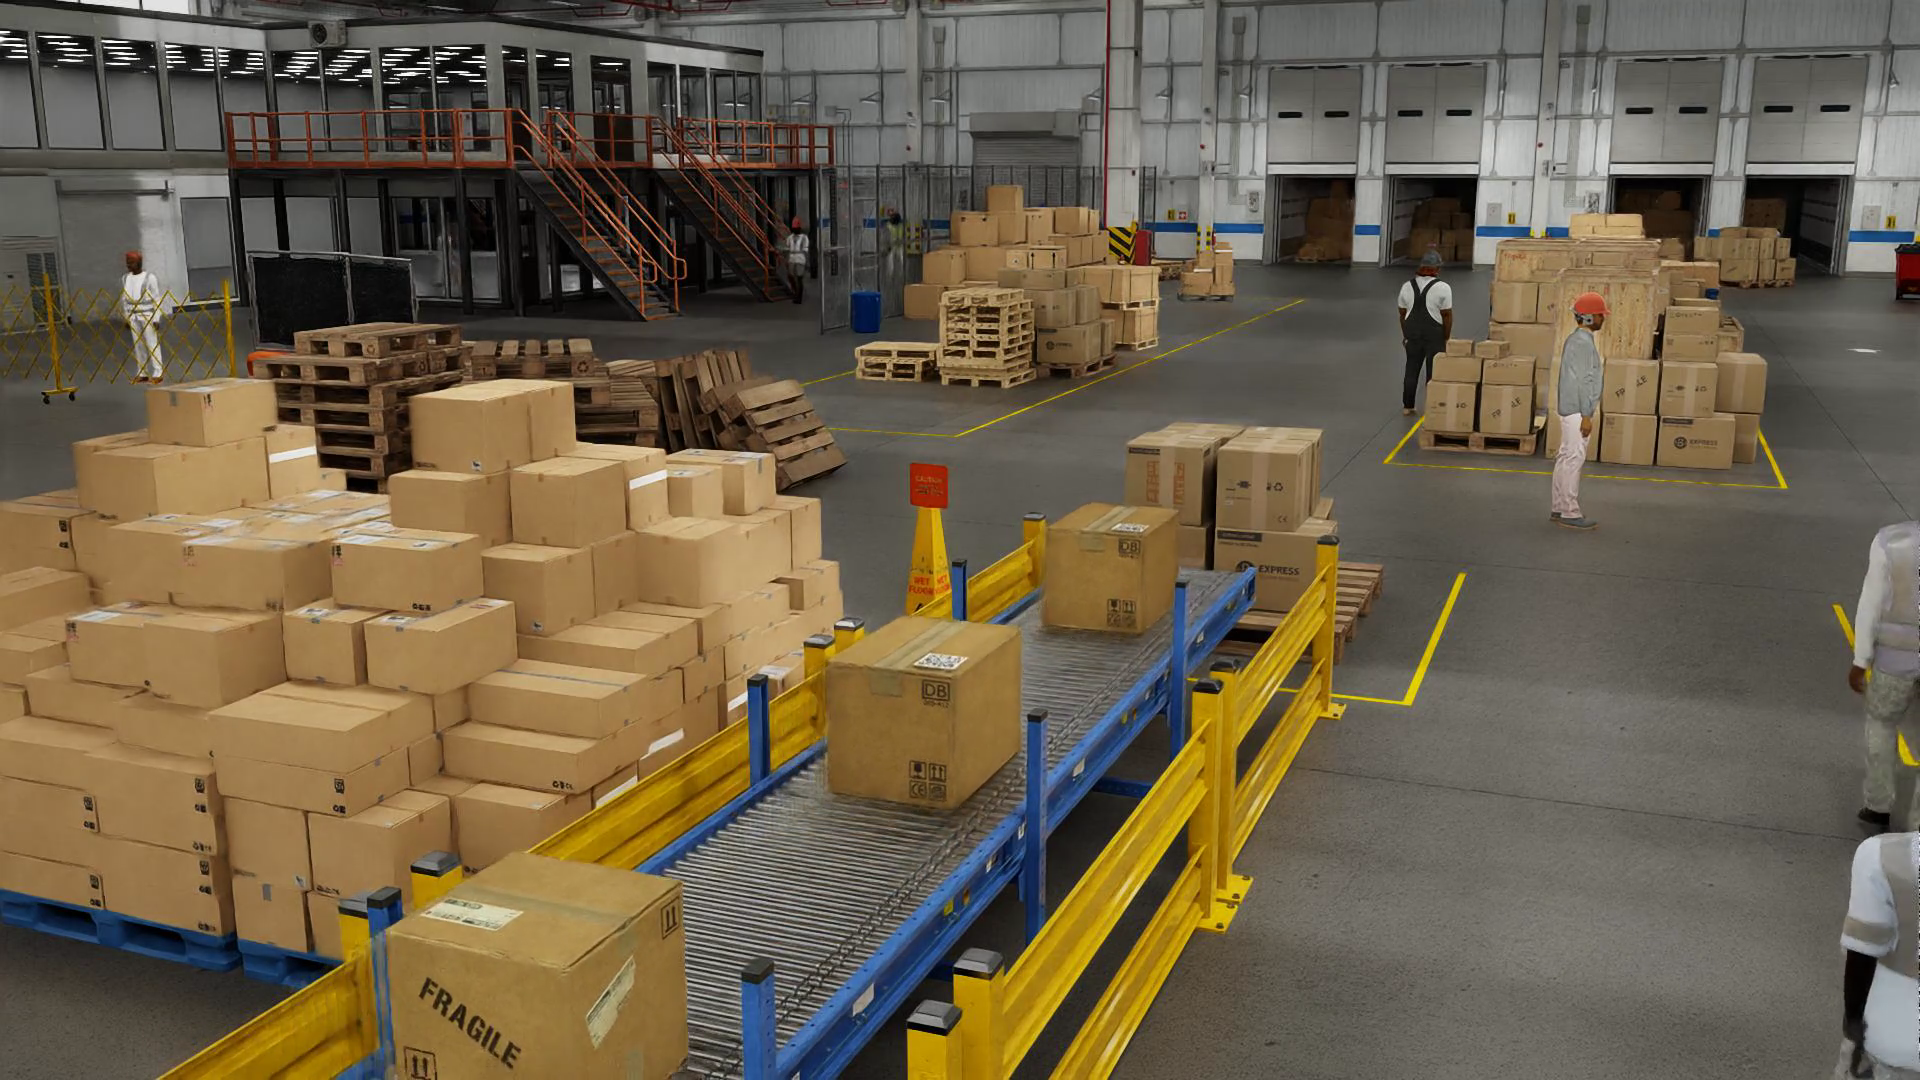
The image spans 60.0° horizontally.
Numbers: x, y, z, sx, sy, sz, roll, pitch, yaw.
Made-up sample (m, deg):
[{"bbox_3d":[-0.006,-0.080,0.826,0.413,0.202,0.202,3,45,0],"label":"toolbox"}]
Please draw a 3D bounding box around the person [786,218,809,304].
[{"bbox_3d":[-3.682,-6.281,37.523,0.586,1.920,0.419,4,13,19],"label":"person"}]

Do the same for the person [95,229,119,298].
[{"bbox_3d":[-20.162,-6.691,39.414,0.673,1.886,0.524,0,13,-2],"label":"person"}]

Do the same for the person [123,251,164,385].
[{"bbox_3d":[-11.526,-3.121,23.441,0.583,1.882,0.337,4,13,18],"label":"person"}]

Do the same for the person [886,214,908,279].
[{"bbox_3d":[-1.732,-8.081,45.894,0.627,1.798,0.923,-5,14,-22],"label":"person"}]

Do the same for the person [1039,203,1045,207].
[{"bbox_3d":[2.664,-9.916,53.793,0.616,1.937,0.403,0,13,1],"label":"person"}]

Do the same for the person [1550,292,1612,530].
[{"bbox_3d":[5.248,-1.091,14.085,0.377,1.995,0.608,2,13,7],"label":"person"}]

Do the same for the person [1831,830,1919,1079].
[{"bbox_3d":[2.537,1.252,4.302,0.538,1.668,0.753,6,14,23],"label":"person"}]

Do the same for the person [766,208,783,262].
[{"bbox_3d":[-6.195,-10.099,54.691,0.703,1.905,0.604,7,14,29],"label":"person"}]

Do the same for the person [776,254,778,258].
[{"bbox_3d":[-6.713,-10.606,56.907,1.044,1.942,0.615,4,13,16],"label":"person"}]

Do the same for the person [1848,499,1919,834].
[{"bbox_3d":[4.280,0.496,7.366,0.626,1.813,0.599,5,13,21],"label":"person"}]

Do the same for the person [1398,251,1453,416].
[{"bbox_3d":[5.744,-2.524,20.405,0.683,2.000,0.537,11,17,41],"label":"person"}]
